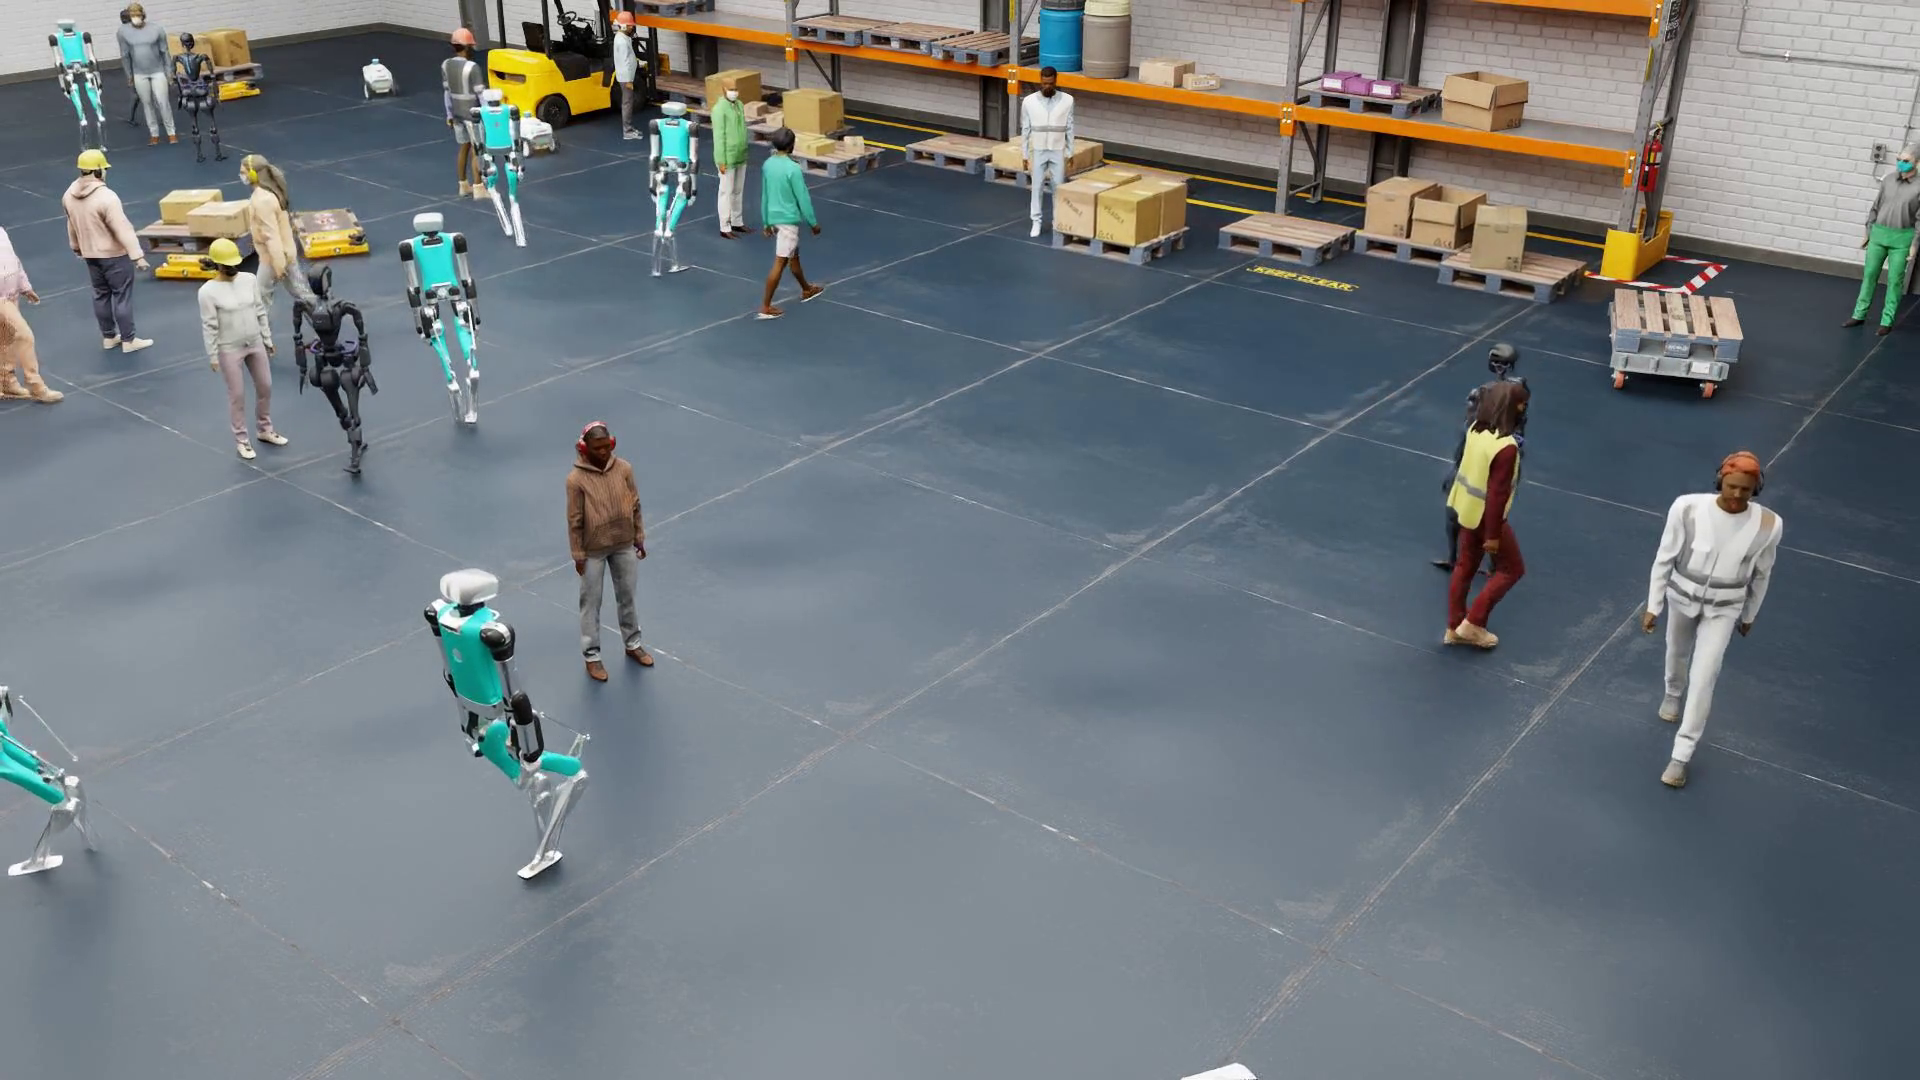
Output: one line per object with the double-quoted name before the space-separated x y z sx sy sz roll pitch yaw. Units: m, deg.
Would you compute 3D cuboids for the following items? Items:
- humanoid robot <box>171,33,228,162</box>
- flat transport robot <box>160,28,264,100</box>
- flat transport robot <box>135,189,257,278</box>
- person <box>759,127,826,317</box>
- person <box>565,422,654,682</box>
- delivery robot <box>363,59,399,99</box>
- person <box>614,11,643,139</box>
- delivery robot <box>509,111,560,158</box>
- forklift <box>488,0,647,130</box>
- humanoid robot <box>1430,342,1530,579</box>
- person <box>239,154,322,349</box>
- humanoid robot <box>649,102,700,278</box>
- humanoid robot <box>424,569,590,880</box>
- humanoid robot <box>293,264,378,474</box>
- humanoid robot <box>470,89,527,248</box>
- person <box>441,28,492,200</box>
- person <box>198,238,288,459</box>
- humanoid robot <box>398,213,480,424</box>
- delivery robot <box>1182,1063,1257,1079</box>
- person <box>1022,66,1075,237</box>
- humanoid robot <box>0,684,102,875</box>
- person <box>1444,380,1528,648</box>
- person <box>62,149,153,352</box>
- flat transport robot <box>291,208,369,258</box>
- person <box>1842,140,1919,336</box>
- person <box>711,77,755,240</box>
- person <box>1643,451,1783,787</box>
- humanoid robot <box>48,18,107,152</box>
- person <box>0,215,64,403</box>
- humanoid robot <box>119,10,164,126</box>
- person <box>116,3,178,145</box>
"humanoid robot" -10.162 -5.902 22.157 0.599 1.657 0.315 -2 26 -4
"flat transport robot" -11.909 -7.250 26.584 1.431 0.231 0.659 18 31 33
"flat transport robot" -8.086 -3.137 18.066 0.659 0.231 1.431 2 26 4
"person" -1.684 -3.121 16.282 0.994 1.793 0.512 -23 34 -39
"person" -2.103 0.047 9.891 0.459 1.644 0.313 -17 30 -31
"delivery robot" -9.229 -7.322 26.383 0.499 0.575 0.754 -12 28 -24
"person" -4.672 -6.542 23.427 0.352 1.740 0.571 -6 26 -12
"delivery robot" -5.872 -5.543 22.739 0.499 0.610 0.813 -23 34 -39
"forklift" -5.874 -7.334 24.552 1.214 2.155 2.313 19 32 34
"humanoid robot" 3.496 -0.537 11.066 0.595 1.643 0.553 -13 29 -25
"person" -6.325 -2.588 15.141 0.979 1.824 0.591 -4 26 -9
"humanoid robot" -3.026 -3.595 17.356 0.588 1.794 0.853 2 26 4
"humanoid robot" -2.088 0.931 8.089 0.539 1.901 0.754 18 31 32
"humanoid robot" -4.779 -1.310 12.700 0.601 1.624 0.774 0 26 0
"humanoid robot" -5.129 -4.169 18.527 0.530 1.772 0.824 -9 27 -18
"person" -5.970 -5.193 20.305 0.652 2.031 0.431 15 29 28
"person" -5.607 -1.498 12.965 0.360 1.757 0.535 16 30 29
"humanoid robot" -4.108 -1.666 13.375 0.557 1.807 0.777 -10 27 -20
"delivery robot" 1.087 2.364 6.349 0.524 0.597 0.769 -10 27 -19
"person" 0.992 -4.382 18.765 0.596 1.910 0.403 -1 26 -2
"humanoid robot" -4.502 0.958 8.038 0.722 1.884 0.567 -7 27 -14
"person" 3.232 -0.136 10.139 0.478 1.755 0.499 -3 26 -7
"person" -7.804 -2.621 15.179 0.820 1.855 0.434 10 27 20
"flat transport robot" -7.126 -3.476 18.769 0.659 0.231 1.431 -12 28 -23
"person" 8.776 -2.849 15.669 0.349 1.837 0.532 -18 31 -33
"person" -2.571 -4.307 18.750 0.384 1.781 0.550 12 28 23
"person" 4.079 0.336 9.088 0.574 1.833 1.012 14 29 27
"humanoid robot" -11.913 -6.122 22.580 0.542 1.794 0.729 -14 29 -27
"person" -7.983 -2.026 14.047 0.725 1.757 0.525 -2 26 -5
"humanoid robot" -11.948 -6.848 24.163 0.715 1.629 0.616 5 26 10
"person" -11.221 -6.441 23.034 0.635 1.921 0.421 -9 27 -17
